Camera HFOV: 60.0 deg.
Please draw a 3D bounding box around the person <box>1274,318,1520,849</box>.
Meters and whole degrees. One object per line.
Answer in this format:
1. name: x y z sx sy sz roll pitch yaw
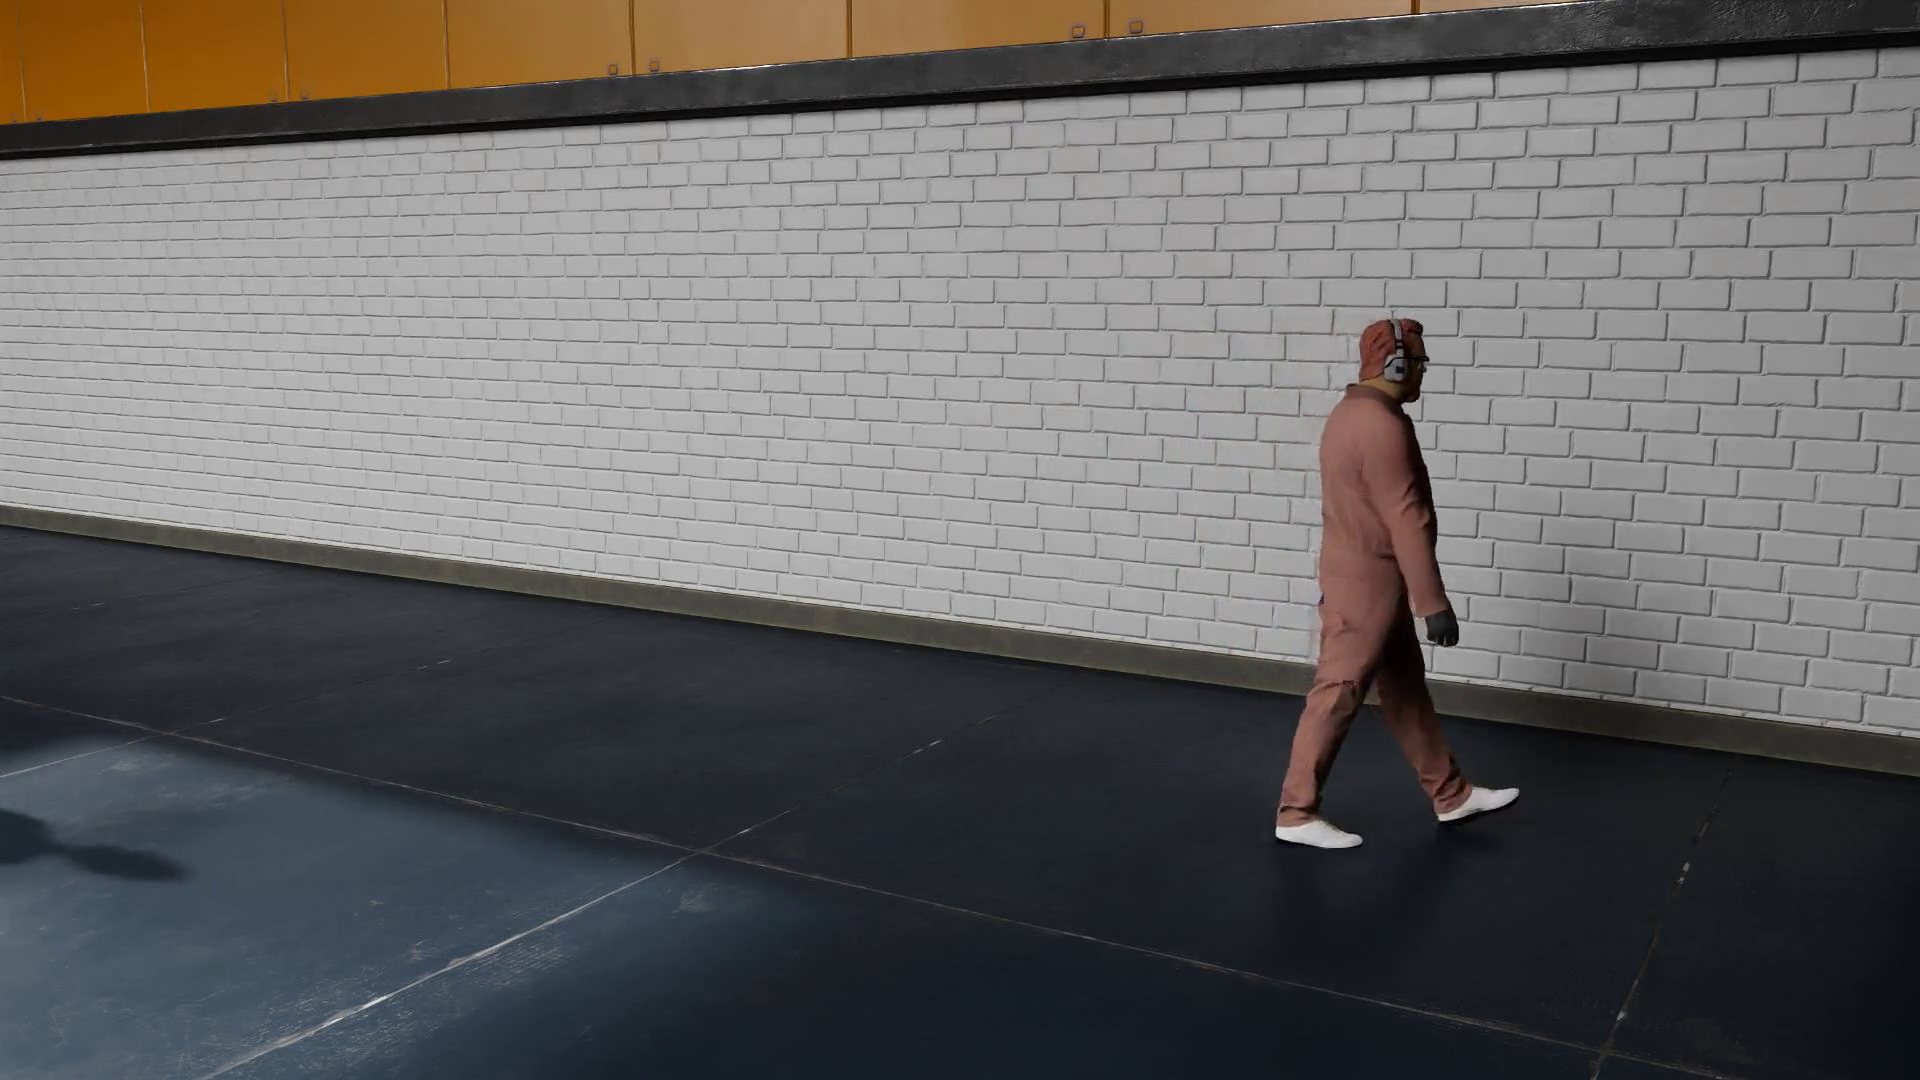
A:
1. person: 1.560 0.174 5.801 0.950 1.867 0.646 1 9 5
